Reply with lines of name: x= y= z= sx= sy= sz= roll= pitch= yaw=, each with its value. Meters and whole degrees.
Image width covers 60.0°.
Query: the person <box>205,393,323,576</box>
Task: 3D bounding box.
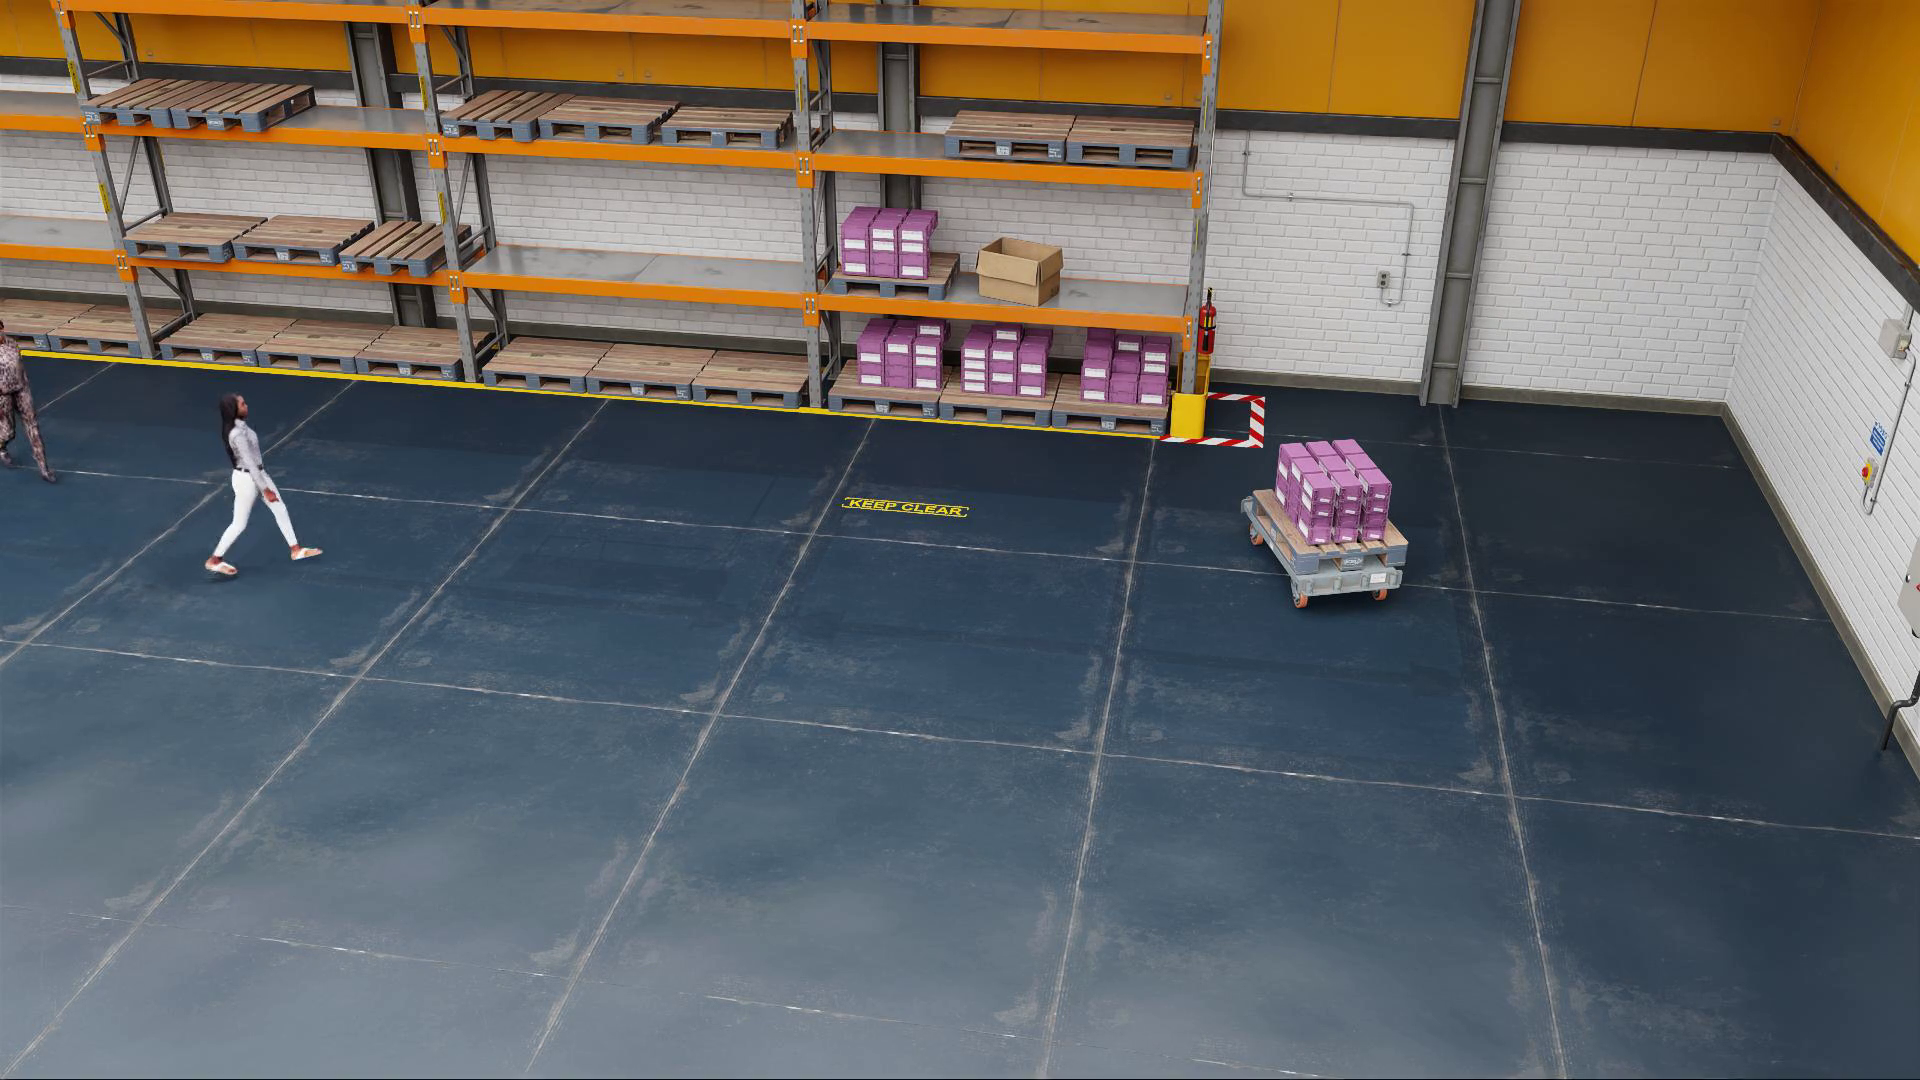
person: x=-6.299 y=-0.447 z=14.540 sx=1.267 sy=1.680 sz=1.000 roll=-9 pitch=30 yaw=-17

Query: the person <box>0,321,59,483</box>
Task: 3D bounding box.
person: x=-9.317 y=-1.387 z=16.253 sx=1.175 sy=1.690 sz=0.872 roll=17 pitch=33 yaw=28
